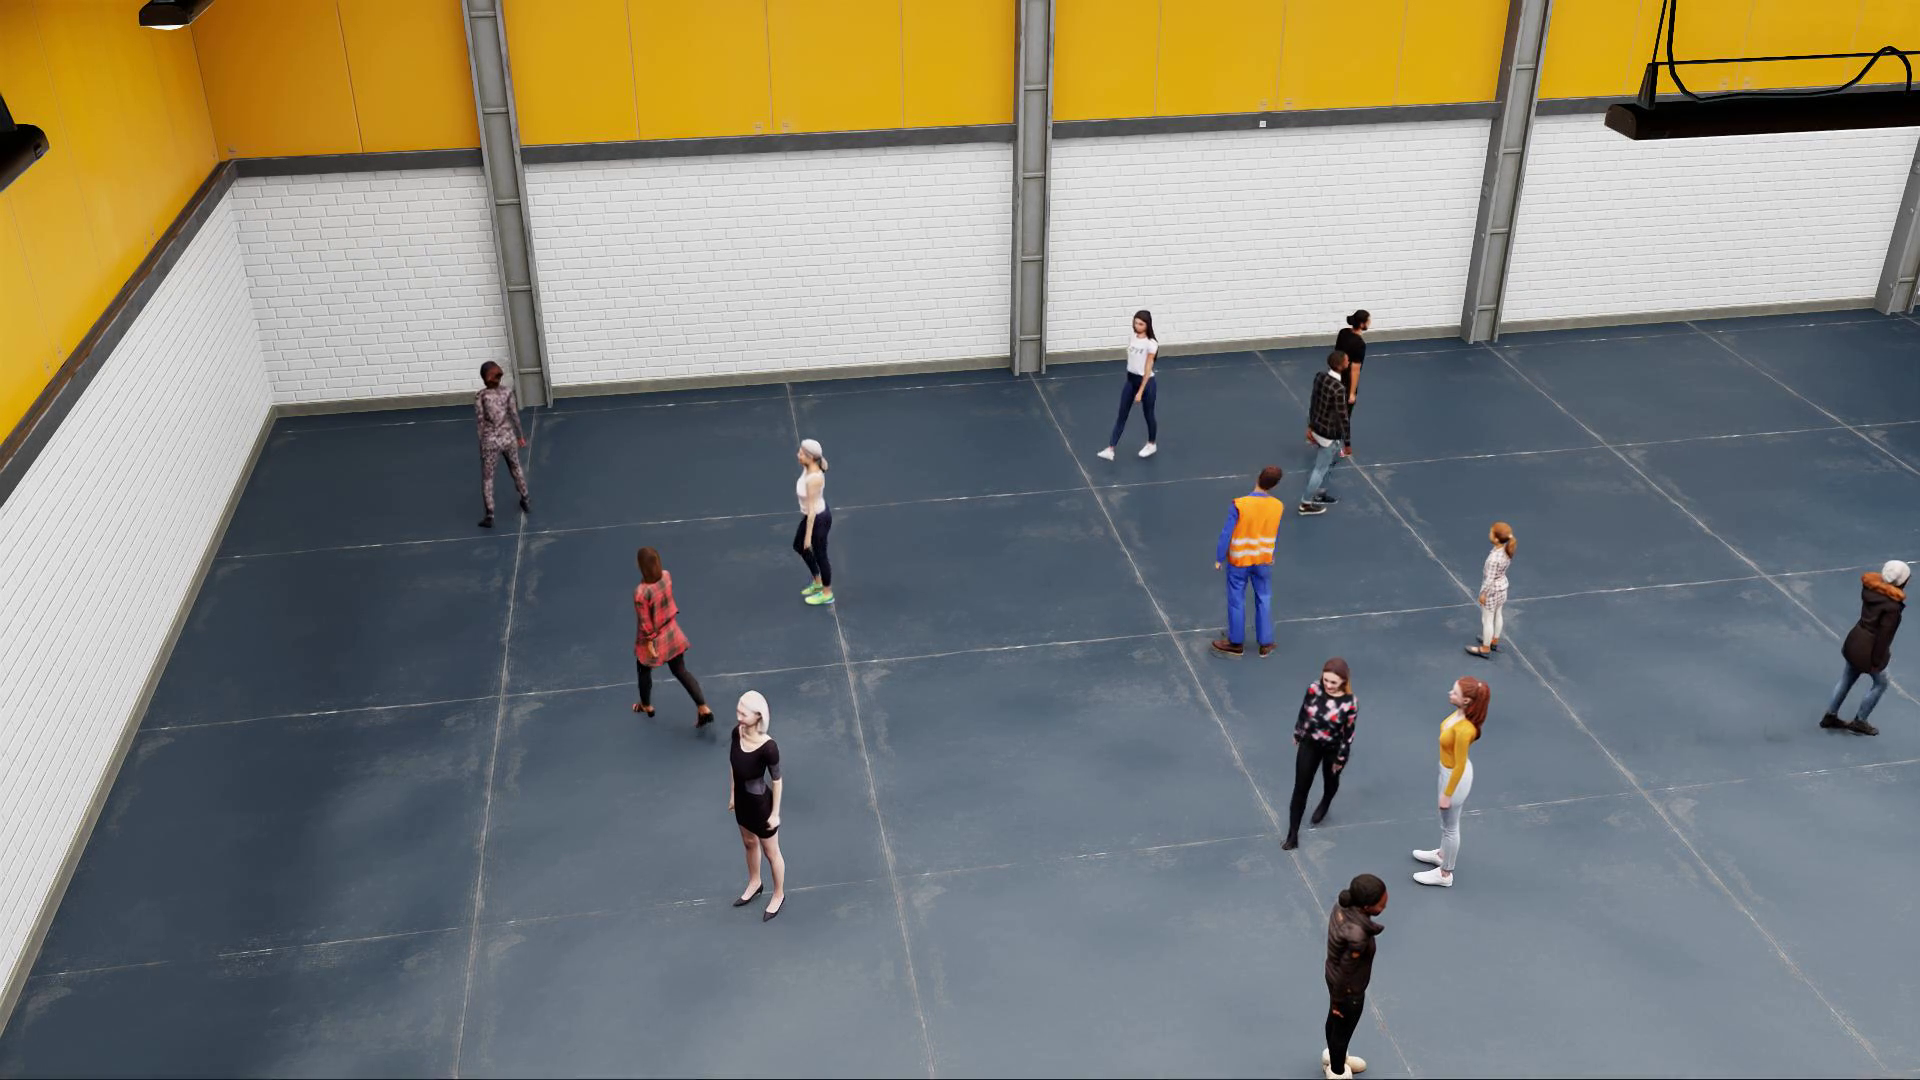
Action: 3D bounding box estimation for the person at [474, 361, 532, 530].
[{"bbox_3d":[-4.661,-1.004,16.923,0.887,1.697,1.011,-21,35,-34],"label":"person"}]

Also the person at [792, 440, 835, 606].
[{"bbox_3d":[-1.244,-0.162,15.381,0.576,1.696,0.613,-4,29,-7],"label":"person"}]

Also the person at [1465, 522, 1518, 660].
[{"bbox_3d":[4.725,0.430,14.699,0.672,1.311,0.593,24,37,37],"label":"person"}]

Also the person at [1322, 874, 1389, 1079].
[{"bbox_3d":[2.351,2.705,10.162,0.603,1.660,0.650,-5,29,-8],"label":"person"}]

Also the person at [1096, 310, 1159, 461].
[{"bbox_3d":[2.045,-1.683,18.124,1.126,1.739,0.944,-23,36,-35],"label":"person"}]

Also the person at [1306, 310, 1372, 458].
[{"bbox_3d":[4.128,-1.686,18.134,0.743,1.736,0.670,-9,30,-17],"label":"person"}]

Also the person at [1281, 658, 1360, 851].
[{"bbox_3d":[2.747,1.502,12.400,1.080,1.629,1.074,16,33,27],"label":"person"}]

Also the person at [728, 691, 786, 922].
[{"bbox_3d":[-1.416,1.839,11.573,0.650,1.830,0.700,20,34,32],"label":"person"}]

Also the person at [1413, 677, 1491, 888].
[{"bbox_3d":[3.532,1.711,11.890,0.682,1.751,0.662,8,30,15],"label":"person"}]

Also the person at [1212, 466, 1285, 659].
[{"bbox_3d":[2.498,0.204,14.572,0.628,1.828,0.886,-18,33,-29],"label":"person"}]

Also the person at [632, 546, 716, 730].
[{"bbox_3d":[-2.385,0.831,13.588,1.122,1.671,1.066,19,34,30],"label":"person"}]

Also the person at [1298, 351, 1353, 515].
[{"bbox_3d":[3.643,-1.066,16.928,0.733,1.802,0.712,-7,29,-13],"label":"person"}]

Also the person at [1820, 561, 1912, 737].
[{"bbox_3d":[7.329,0.882,13.547,0.673,1.620,0.648,-2,29,-4],"label":"person"}]
